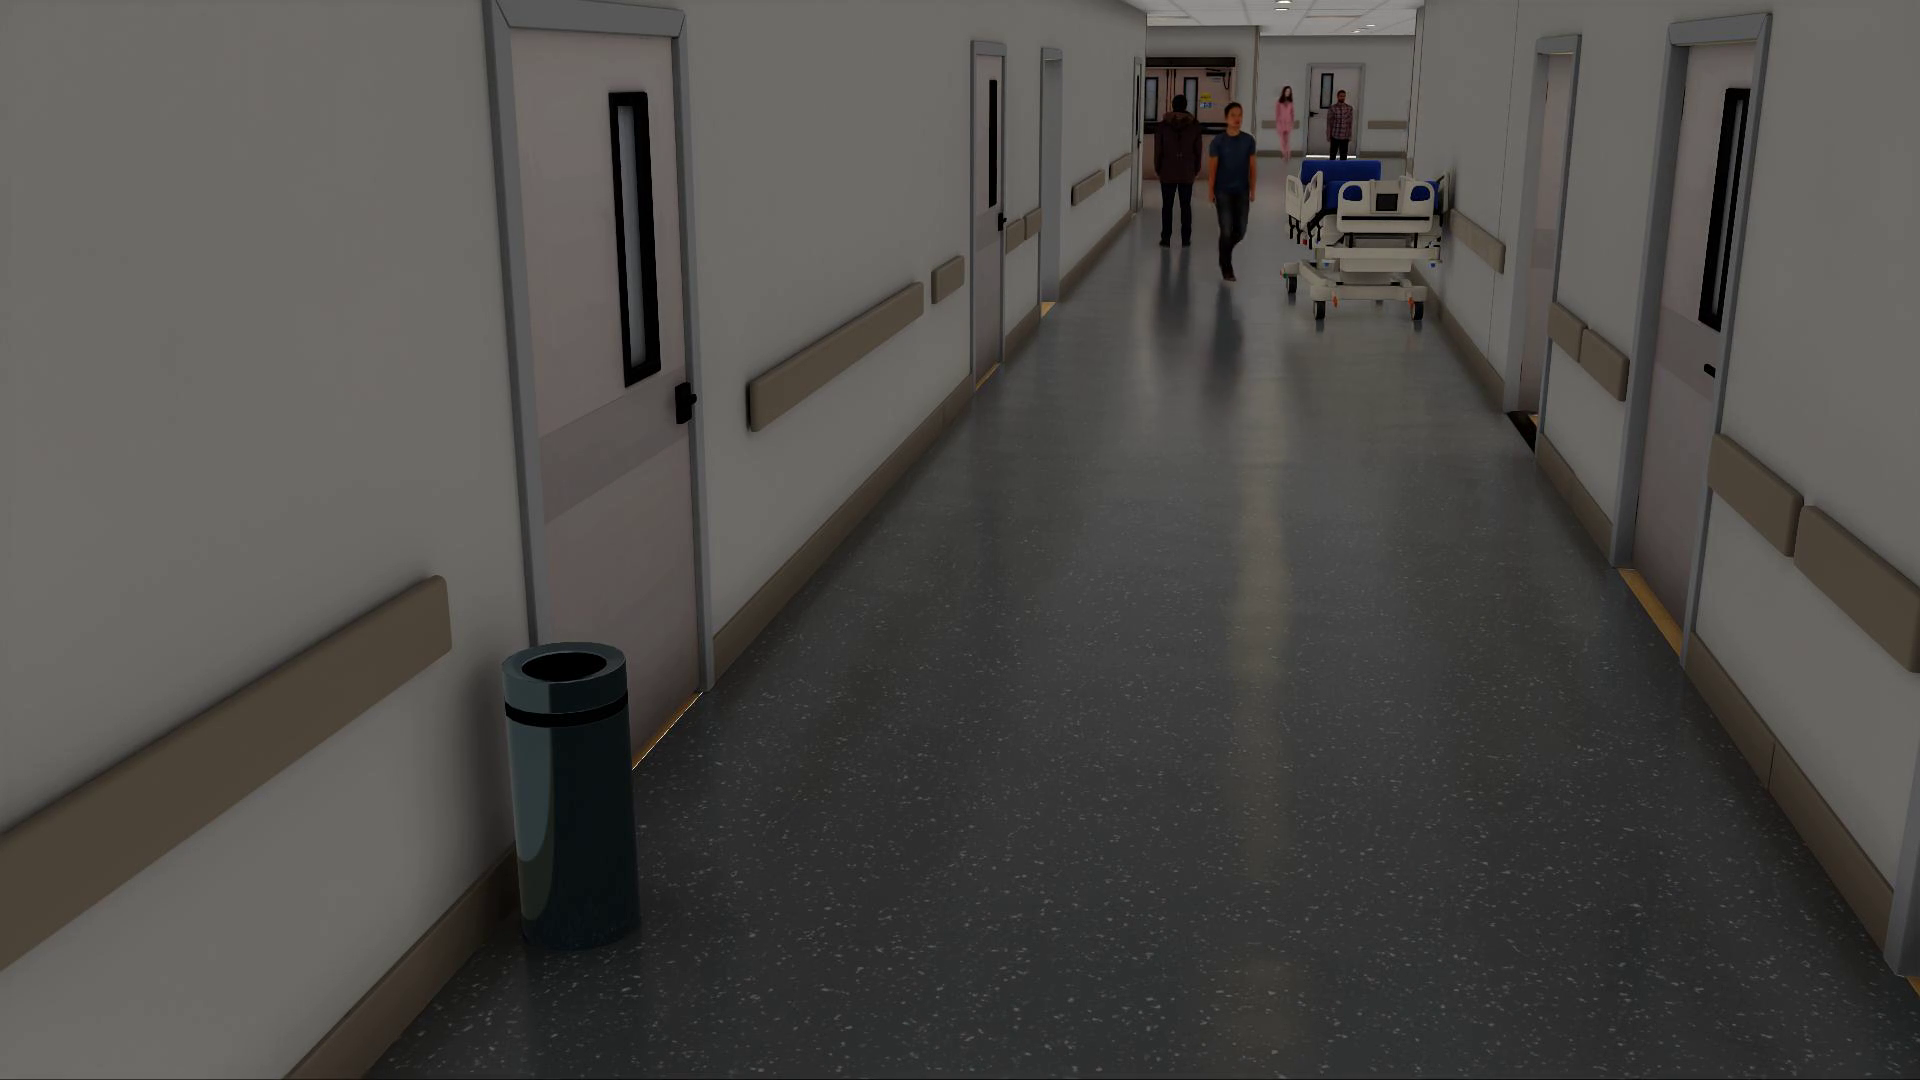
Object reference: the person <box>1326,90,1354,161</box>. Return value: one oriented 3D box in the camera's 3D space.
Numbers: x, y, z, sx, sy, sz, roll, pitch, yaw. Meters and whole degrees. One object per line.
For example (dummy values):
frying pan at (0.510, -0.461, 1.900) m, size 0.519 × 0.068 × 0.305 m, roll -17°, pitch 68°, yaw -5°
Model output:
person at (7.612, -8.116, 33.343) m, size 0.604 × 1.759 × 0.783 m, roll -1°, pitch 16°, yaw -2°

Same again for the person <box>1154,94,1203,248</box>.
person at (2.697, -4.579, 20.635) m, size 0.662 × 1.847 × 0.854 m, roll 0°, pitch 16°, yaw 2°

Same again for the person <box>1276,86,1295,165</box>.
person at (7.534, -9.644, 38.733) m, size 0.547 × 1.775 × 0.676 m, roll 0°, pitch 16°, yaw 2°

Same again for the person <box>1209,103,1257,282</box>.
person at (2.800, -3.610, 17.301) m, size 1.012 × 1.791 × 0.923 m, roll -2°, pitch 16°, yaw -9°
